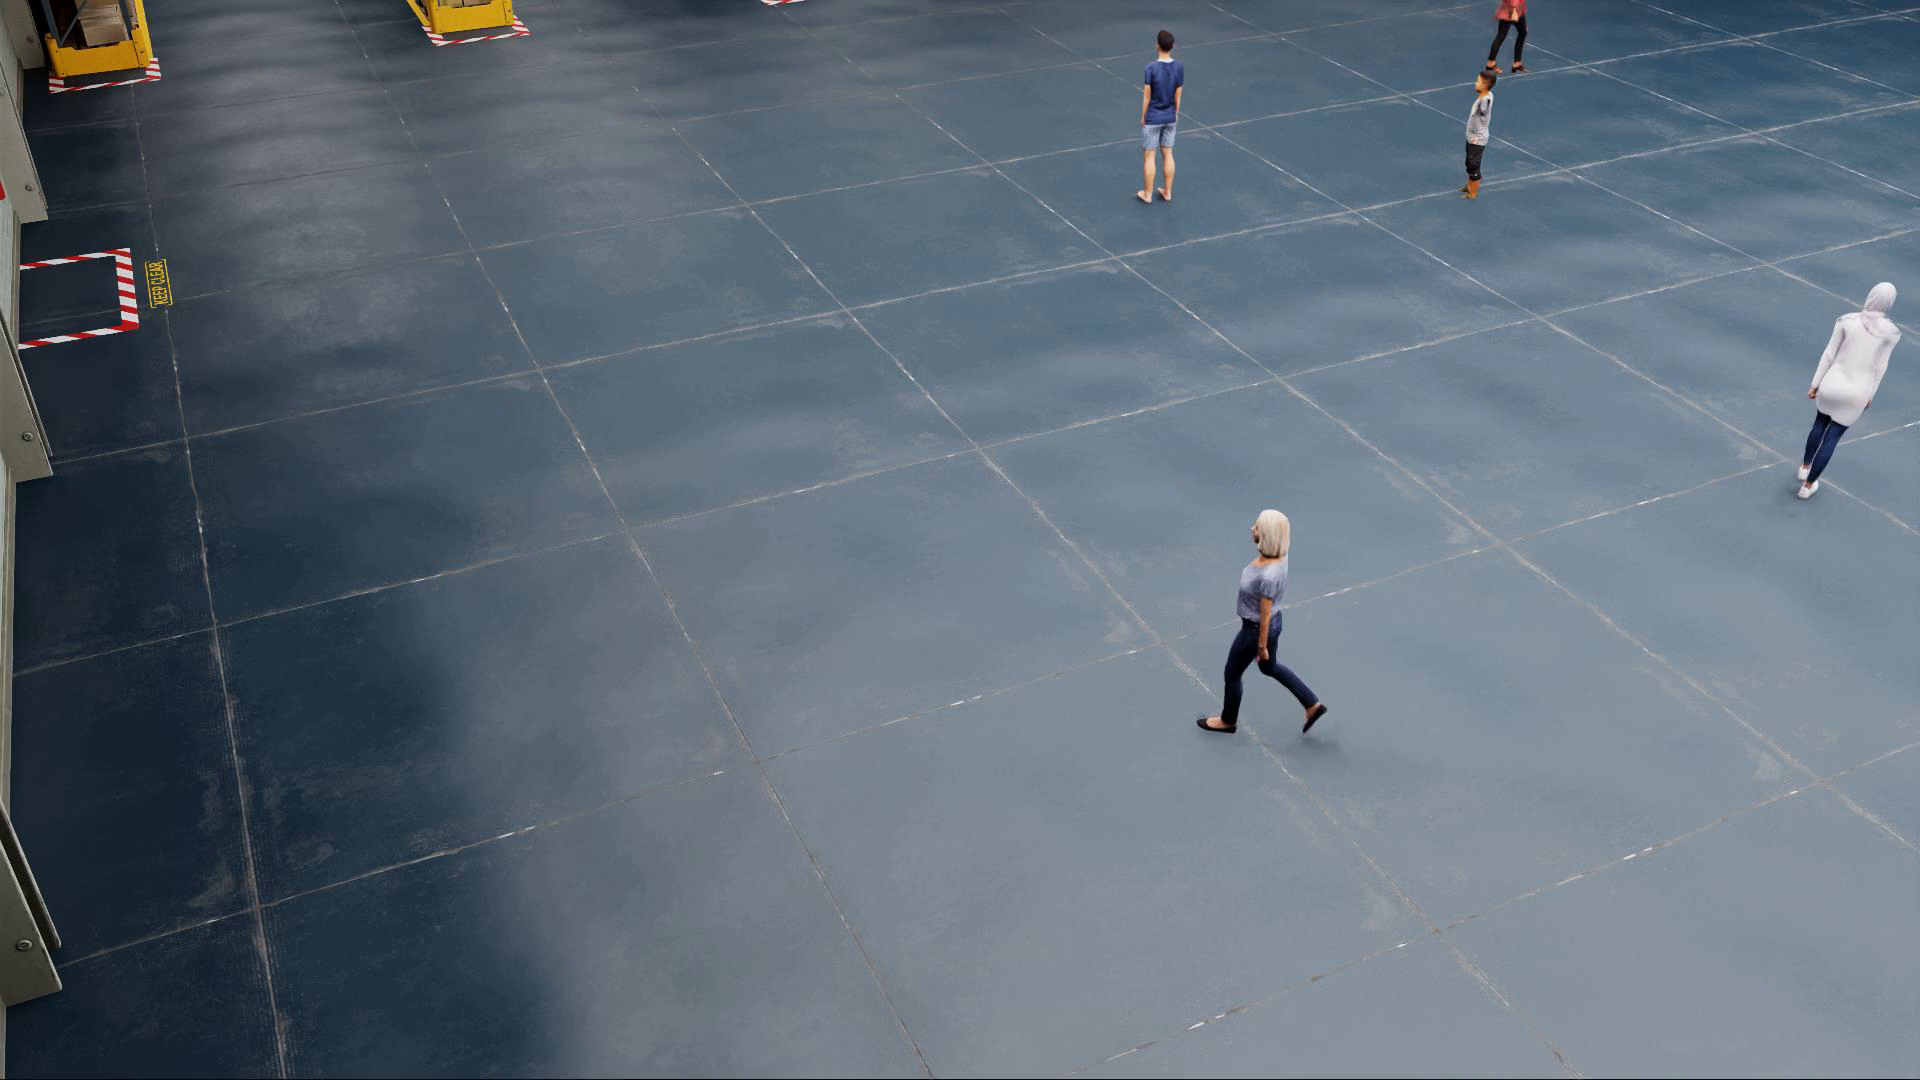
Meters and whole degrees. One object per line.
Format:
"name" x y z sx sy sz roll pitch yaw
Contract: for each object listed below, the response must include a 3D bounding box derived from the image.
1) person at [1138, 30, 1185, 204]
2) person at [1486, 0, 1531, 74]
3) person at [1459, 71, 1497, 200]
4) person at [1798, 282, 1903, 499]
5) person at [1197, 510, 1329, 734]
"person" 2.189 -4.601 18.121 0.619 1.843 0.566 -11 35 -17
"person" 7.212 -7.003 21.958 0.918 1.686 0.821 22 39 30
"person" 5.714 -4.510 18.336 0.709 1.455 0.612 6 34 9
"person" 6.801 -1.110 12.840 0.807 1.747 0.850 21 38 29
"person" 1.956 0.553 10.331 1.069 1.696 1.015 10 34 15
